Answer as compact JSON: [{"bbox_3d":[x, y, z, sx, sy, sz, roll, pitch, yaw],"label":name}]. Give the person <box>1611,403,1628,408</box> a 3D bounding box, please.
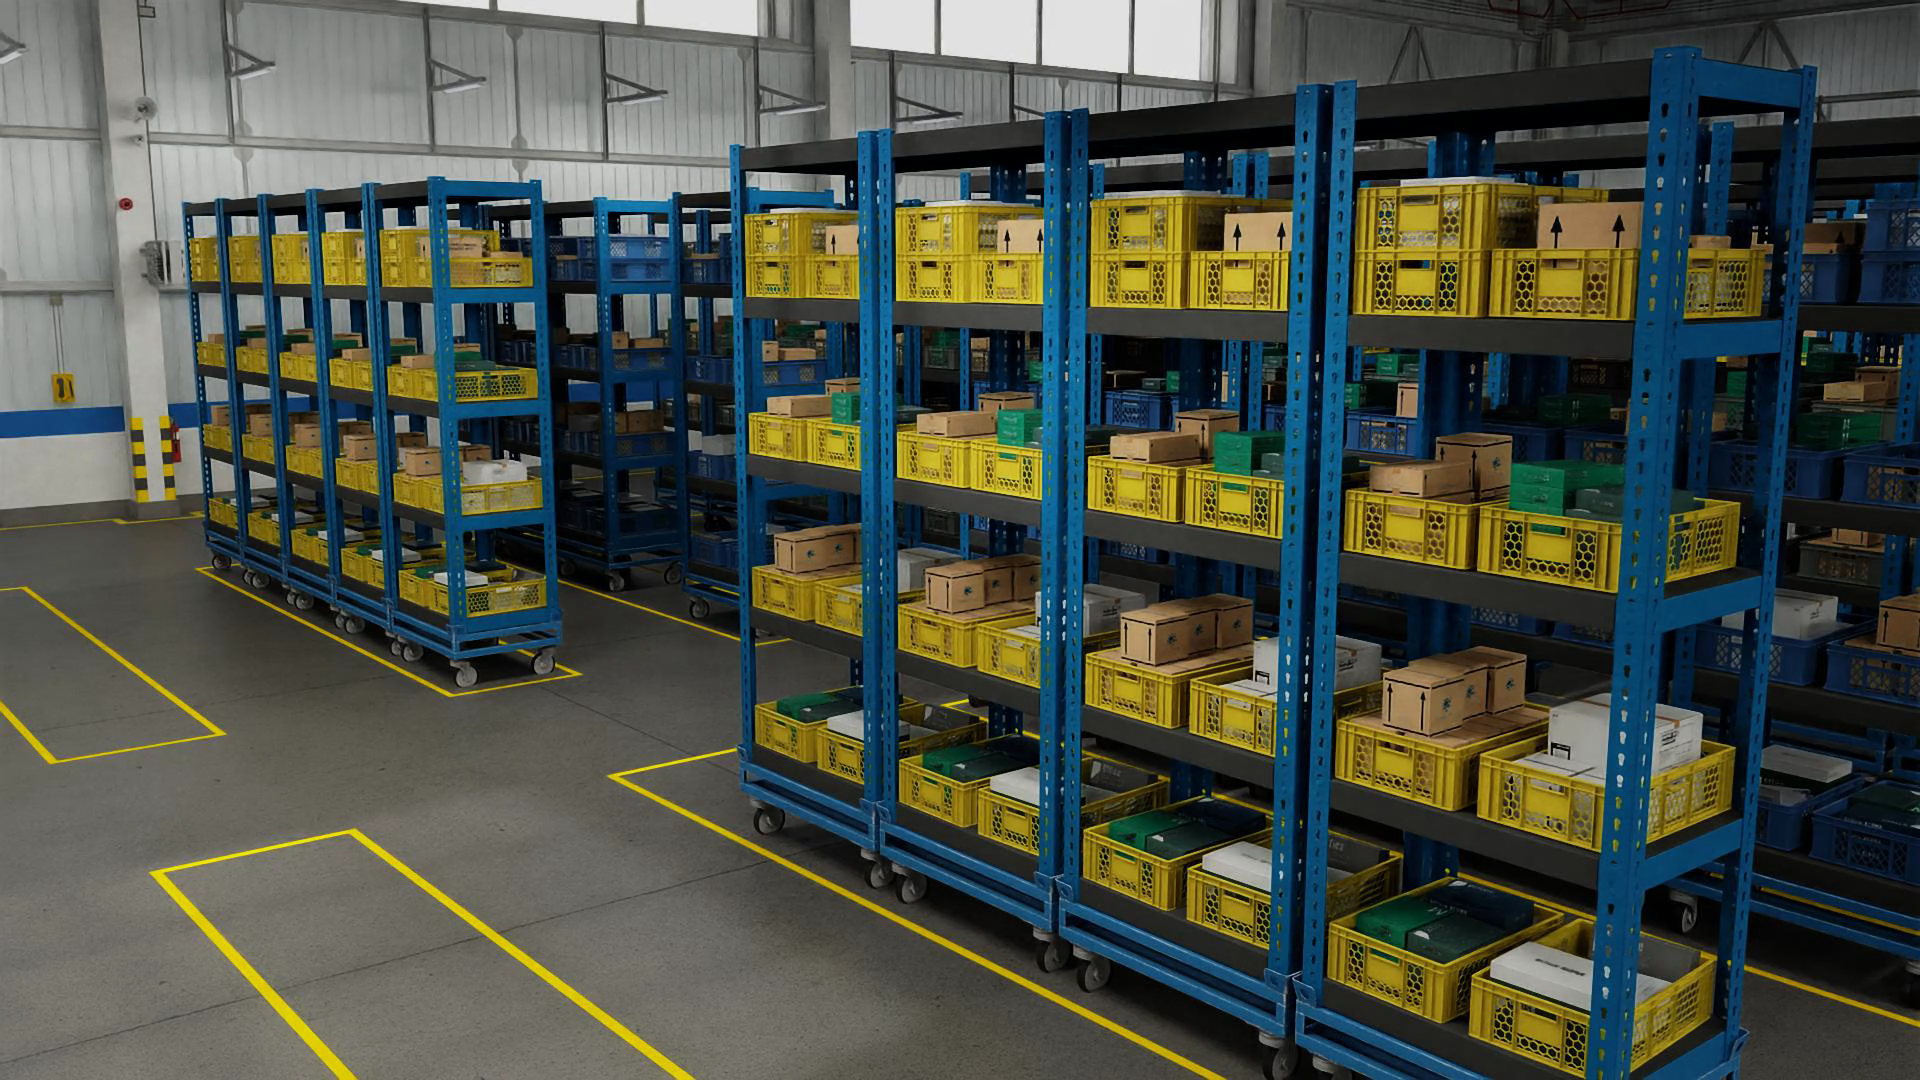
[{"bbox_3d":[7.528,-1.116,19.142,1.024,1.955,0.626,-3,10,-20],"label":"person"}]
